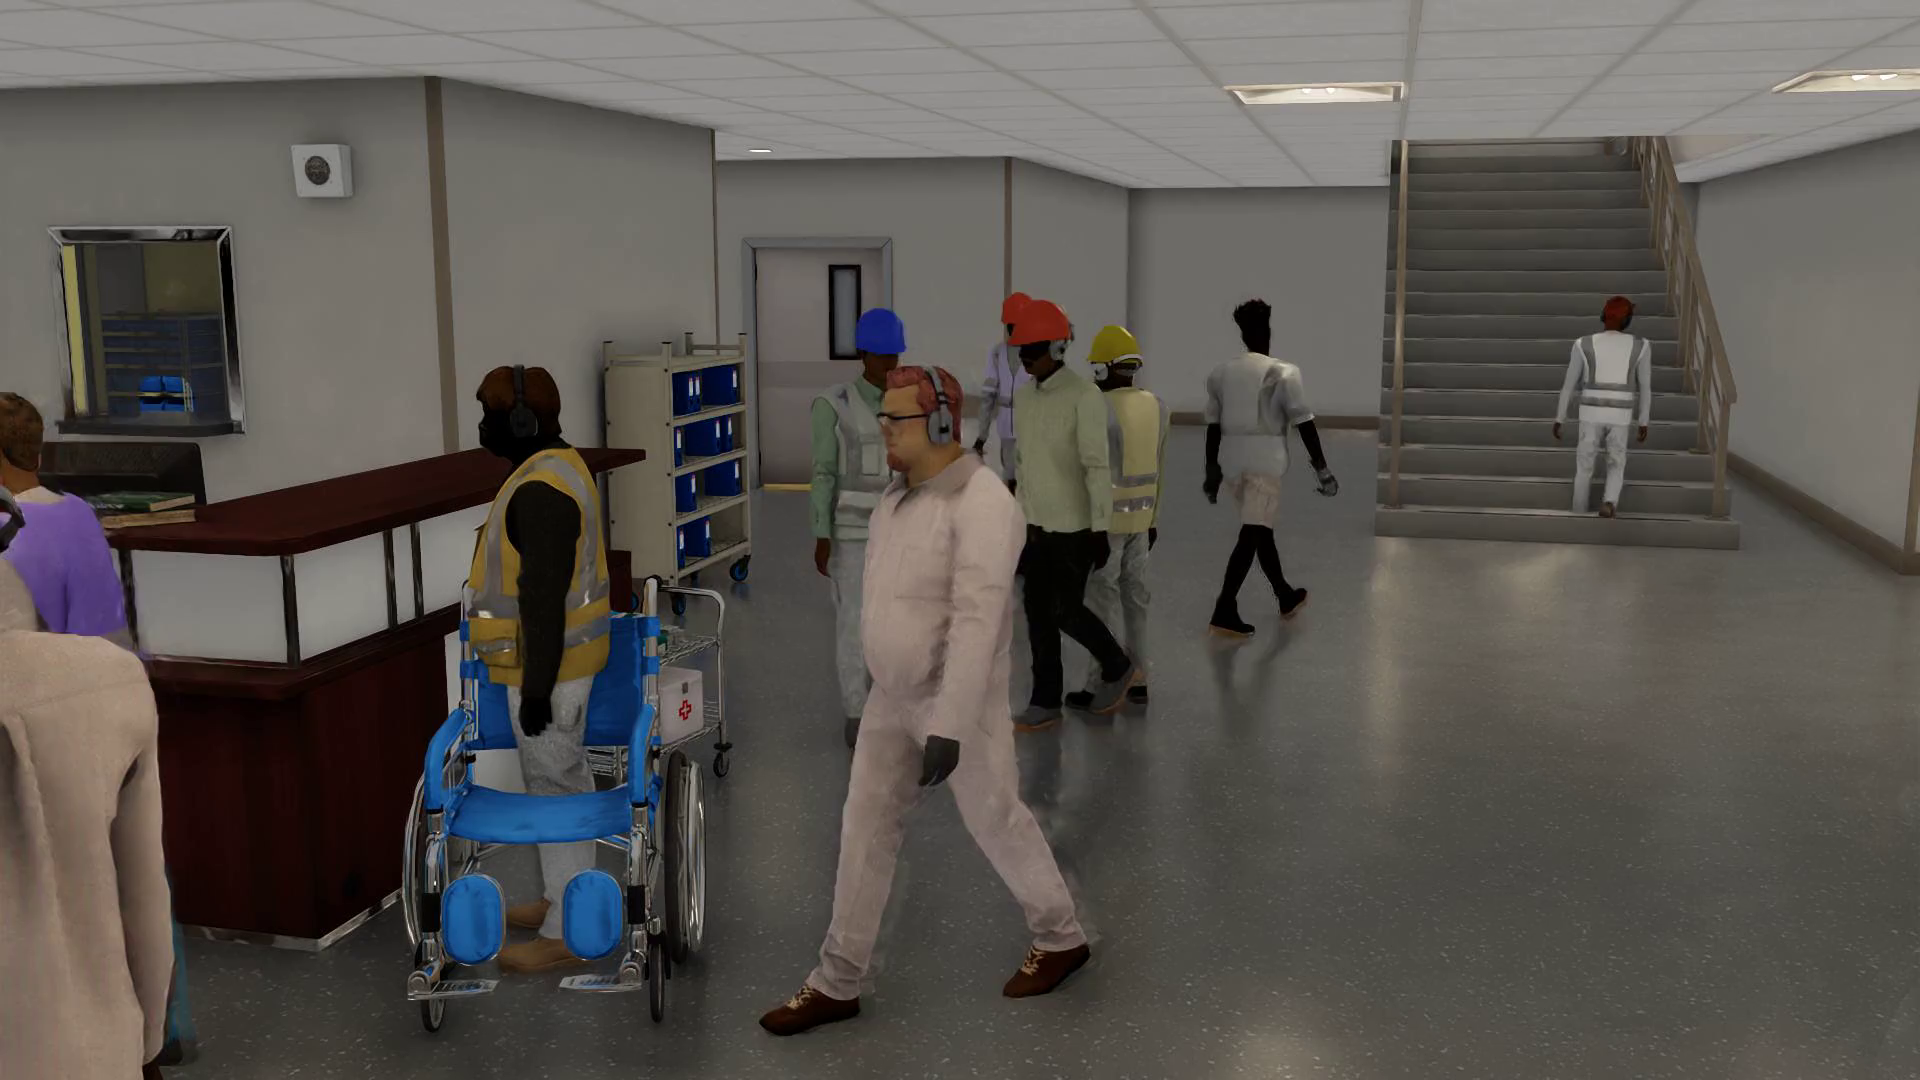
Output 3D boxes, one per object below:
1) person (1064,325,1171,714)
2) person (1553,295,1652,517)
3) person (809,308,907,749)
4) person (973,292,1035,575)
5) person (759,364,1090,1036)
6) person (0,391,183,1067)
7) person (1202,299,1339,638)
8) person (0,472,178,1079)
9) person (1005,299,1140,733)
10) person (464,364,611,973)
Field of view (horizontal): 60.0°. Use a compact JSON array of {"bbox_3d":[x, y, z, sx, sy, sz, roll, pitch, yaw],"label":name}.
[{"bbox_3d":[0.722,-0.095,7.886,0.600,1.831,0.404,-9,13,-42],"label":"person"},{"bbox_3d":[4.879,-0.919,12.652,0.694,1.870,0.496,3,10,16],"label":"person"},{"bbox_3d":[-0.373,-0.051,7.357,0.635,1.936,0.452,-5,11,-29],"label":"person"},{"bbox_3d":[0.387,-0.720,11.324,0.544,1.908,0.608,6,12,33],"label":"person"},{"bbox_3d":[-0.056,0.437,4.673,0.985,1.867,0.636,-7,12,-36],"label":"person"},{"bbox_3d":[-2.468,0.528,4.301,0.858,1.808,0.579,0,10,0],"label":"person"},{"bbox_3d":[1.752,-0.421,9.548,0.999,1.917,0.699,-8,13,-40],"label":"person"},{"bbox_3d":[-1.322,0.784,2.230,0.395,1.992,0.622,3,10,19],"label":"person"},{"bbox_3d":[0.482,-0.094,7.491,0.631,1.969,0.656,-7,12,-36],"label":"person"},{"bbox_3d":[-1.282,0.381,5.089,0.429,1.835,0.628,-2,10,-12],"label":"person"}]
